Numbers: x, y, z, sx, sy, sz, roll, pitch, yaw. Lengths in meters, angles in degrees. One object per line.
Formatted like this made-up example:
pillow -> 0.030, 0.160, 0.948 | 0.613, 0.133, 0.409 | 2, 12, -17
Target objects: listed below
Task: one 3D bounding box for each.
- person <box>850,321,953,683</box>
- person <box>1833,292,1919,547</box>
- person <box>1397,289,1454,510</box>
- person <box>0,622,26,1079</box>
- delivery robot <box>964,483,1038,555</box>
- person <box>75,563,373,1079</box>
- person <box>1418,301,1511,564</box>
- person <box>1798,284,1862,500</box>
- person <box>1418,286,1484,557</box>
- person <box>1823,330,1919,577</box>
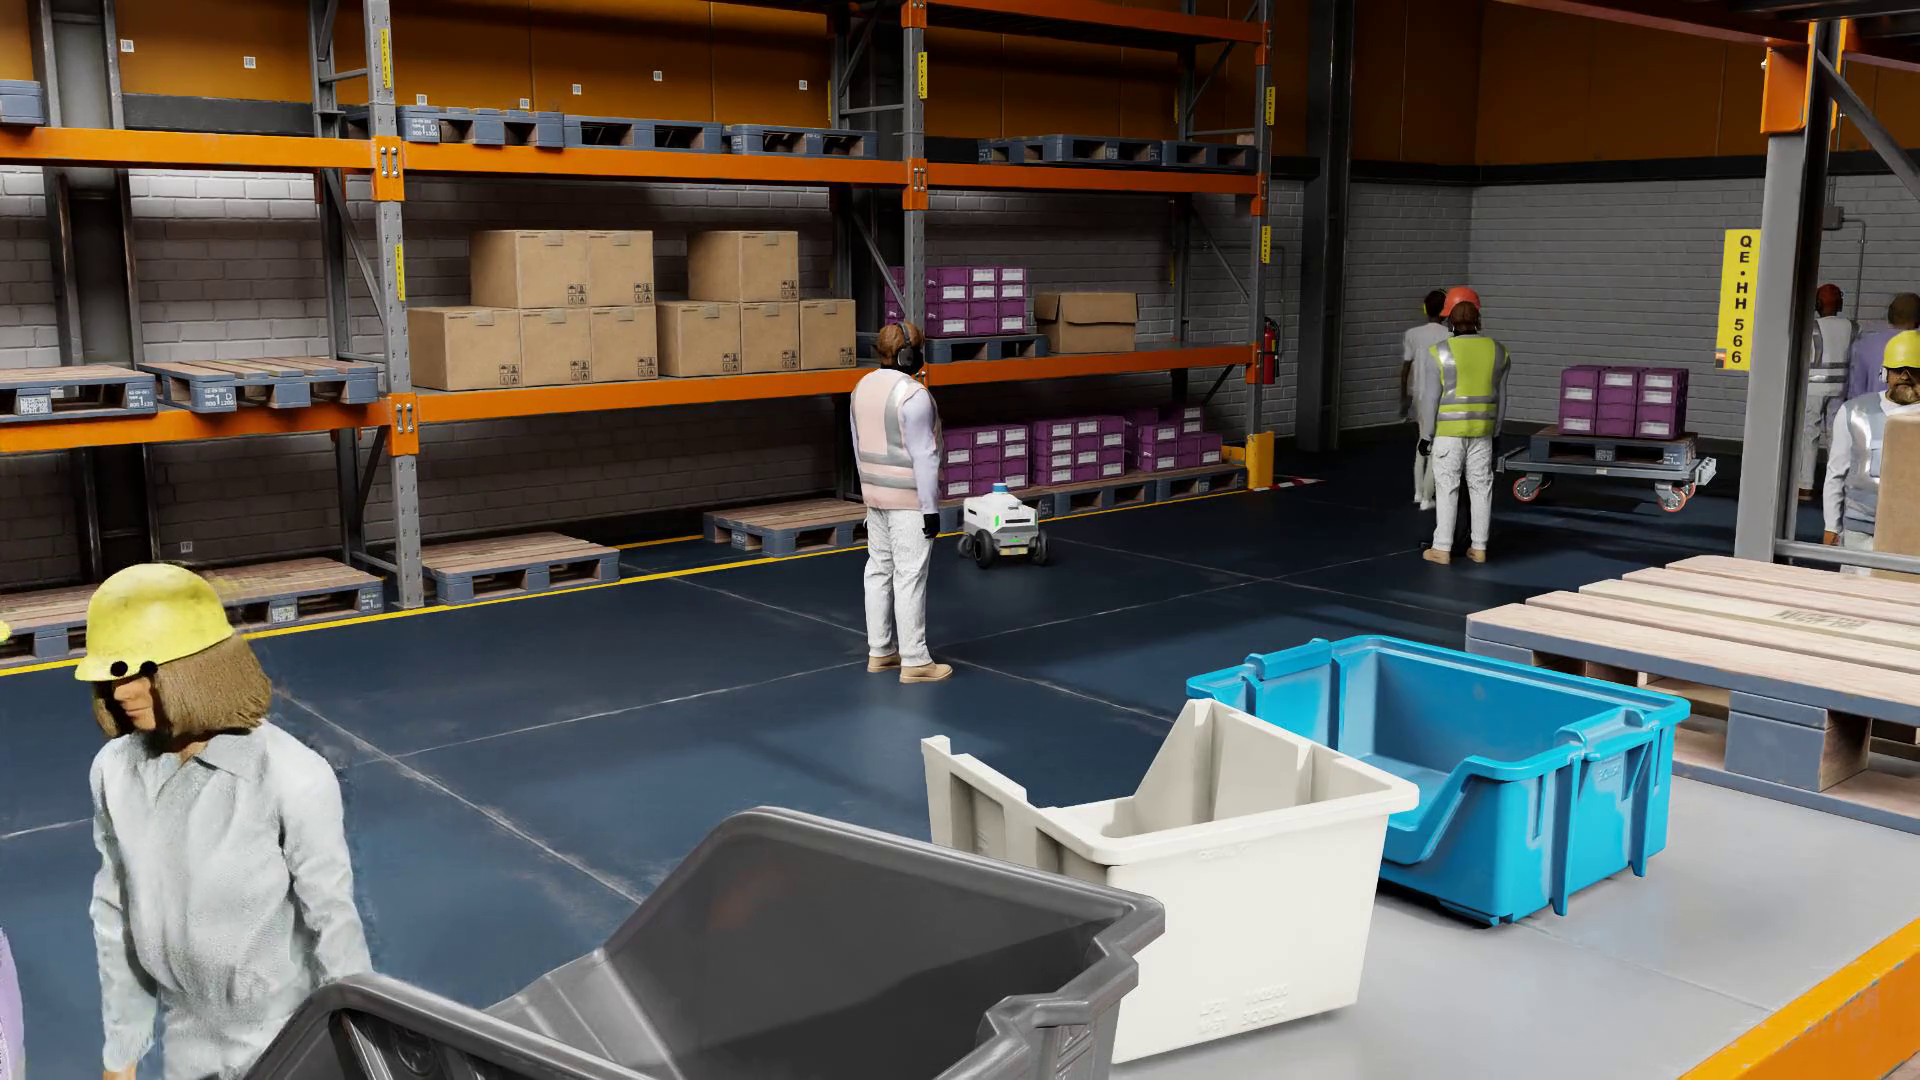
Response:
person -> -0.295, -0.194, 8.534 | 0.429, 1.844, 0.627 | -8, 13, -37
person -> 6.638, -0.810, 11.838 | 0.920, 1.904, 0.643 | -6, 12, -29
person -> 4.014, -1.179, 14.055 | 0.559, 1.849, 0.516 | 8, 13, 38
person -> -1.294, 0.920, 2.046 | 0.361, 1.928, 0.594 | -3, 11, -16
delivery robot -> 0.283, -0.158, 11.673 | 0.477, 0.478, 0.707 | -3, 11, -18
person -> -1.262, 0.871, 2.901 | 0.492, 1.726, 0.420 | 4, 11, 23
person -> 3.503, -0.747, 11.645 | 0.622, 1.840, 0.430 | -1, 10, -7
person -> 7.522, -1.283, 14.511 | 0.573, 1.887, 0.356 | -1, 10, -5
person -> 3.566, -0.843, 11.915 | 0.369, 1.933, 0.543 | -3, 10, -15
person -> 4.444, -0.082, 7.929 | 0.602, 1.830, 0.404 | 4, 11, 21
